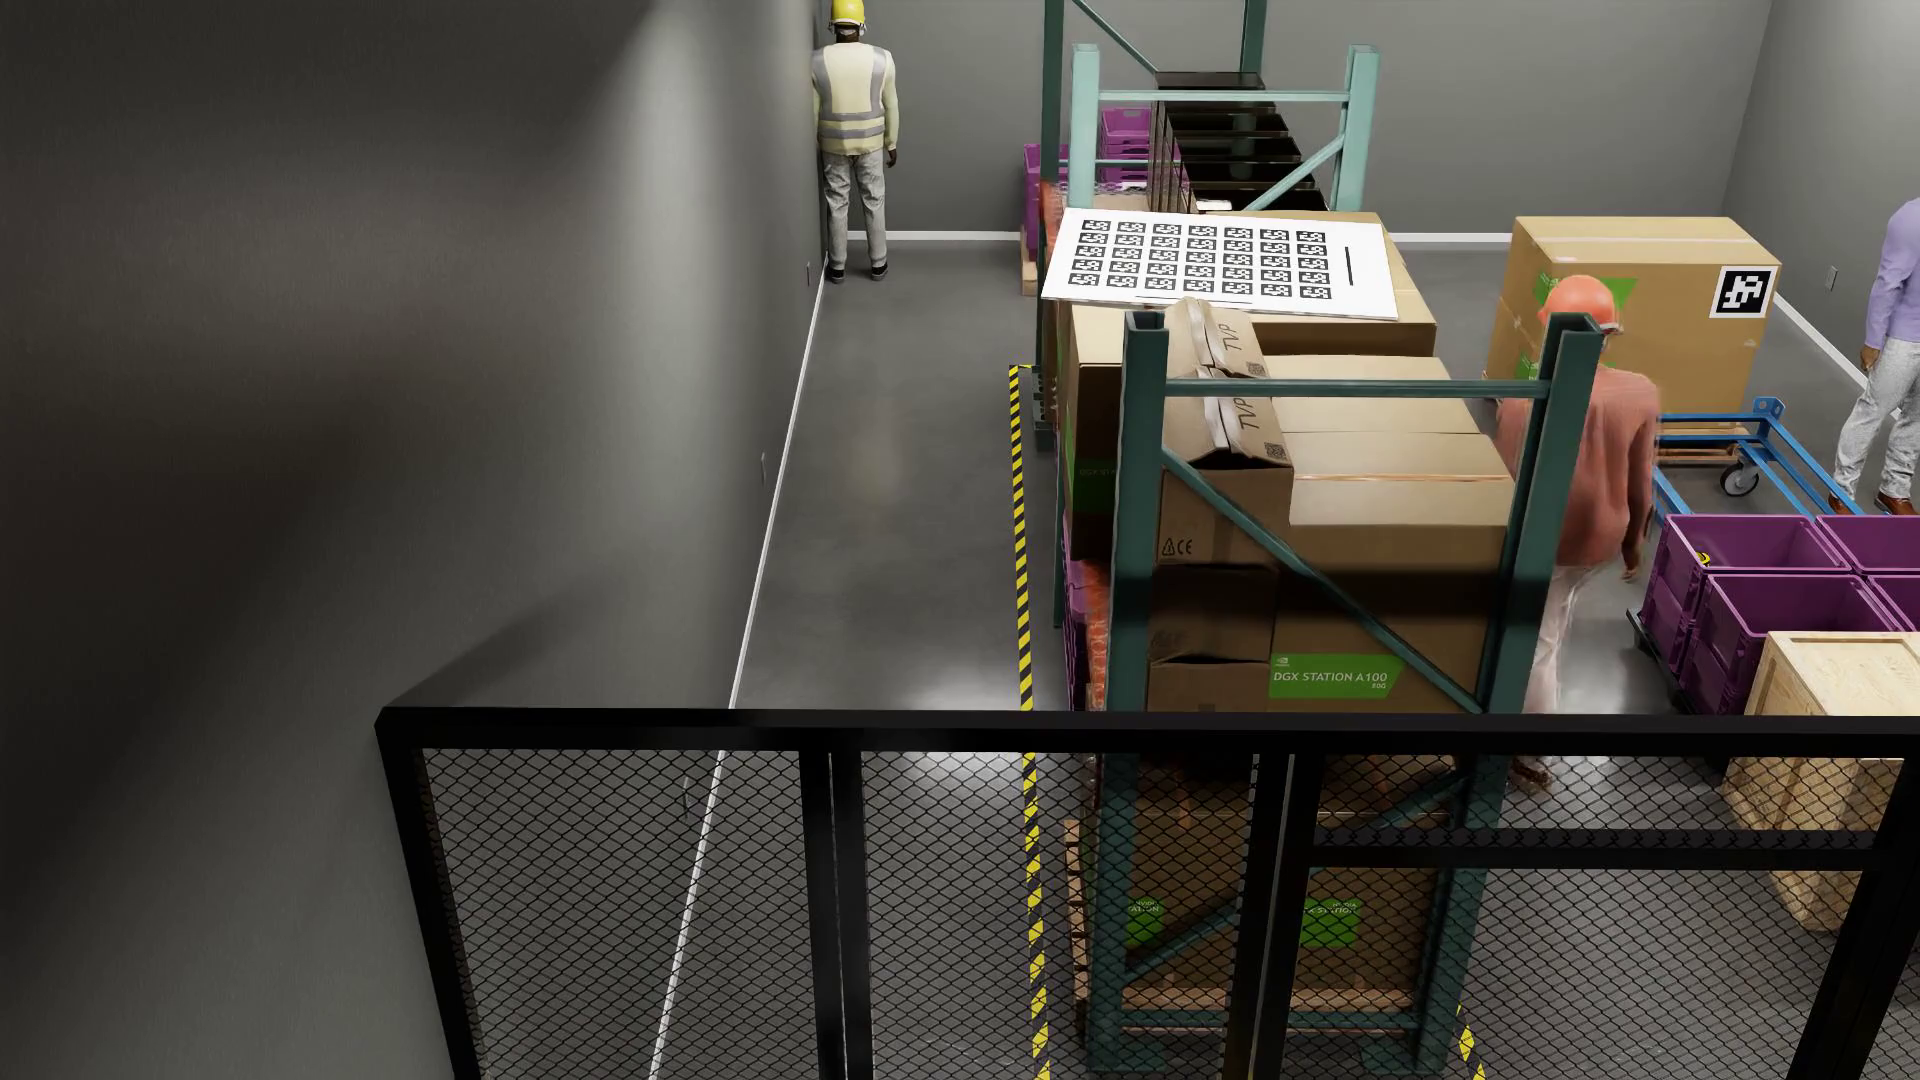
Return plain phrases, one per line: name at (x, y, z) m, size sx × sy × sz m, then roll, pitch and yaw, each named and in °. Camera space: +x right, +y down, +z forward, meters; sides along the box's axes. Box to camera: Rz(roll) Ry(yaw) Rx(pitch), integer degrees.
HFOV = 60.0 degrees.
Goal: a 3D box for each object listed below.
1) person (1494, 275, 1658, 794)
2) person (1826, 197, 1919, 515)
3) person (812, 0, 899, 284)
person at (2.235, -0.050, 6.300) m, size 0.631 × 1.945 × 0.850 m, roll -8°, pitch 32°, yaw -13°
person at (4.530, -0.945, 7.784) m, size 0.632 × 1.940 × 0.372 m, roll -1°, pitch 31°, yaw -2°
person at (-0.685, -2.524, 10.508) m, size 0.600 × 1.831 × 0.404 m, roll -4°, pitch 31°, yaw -7°
